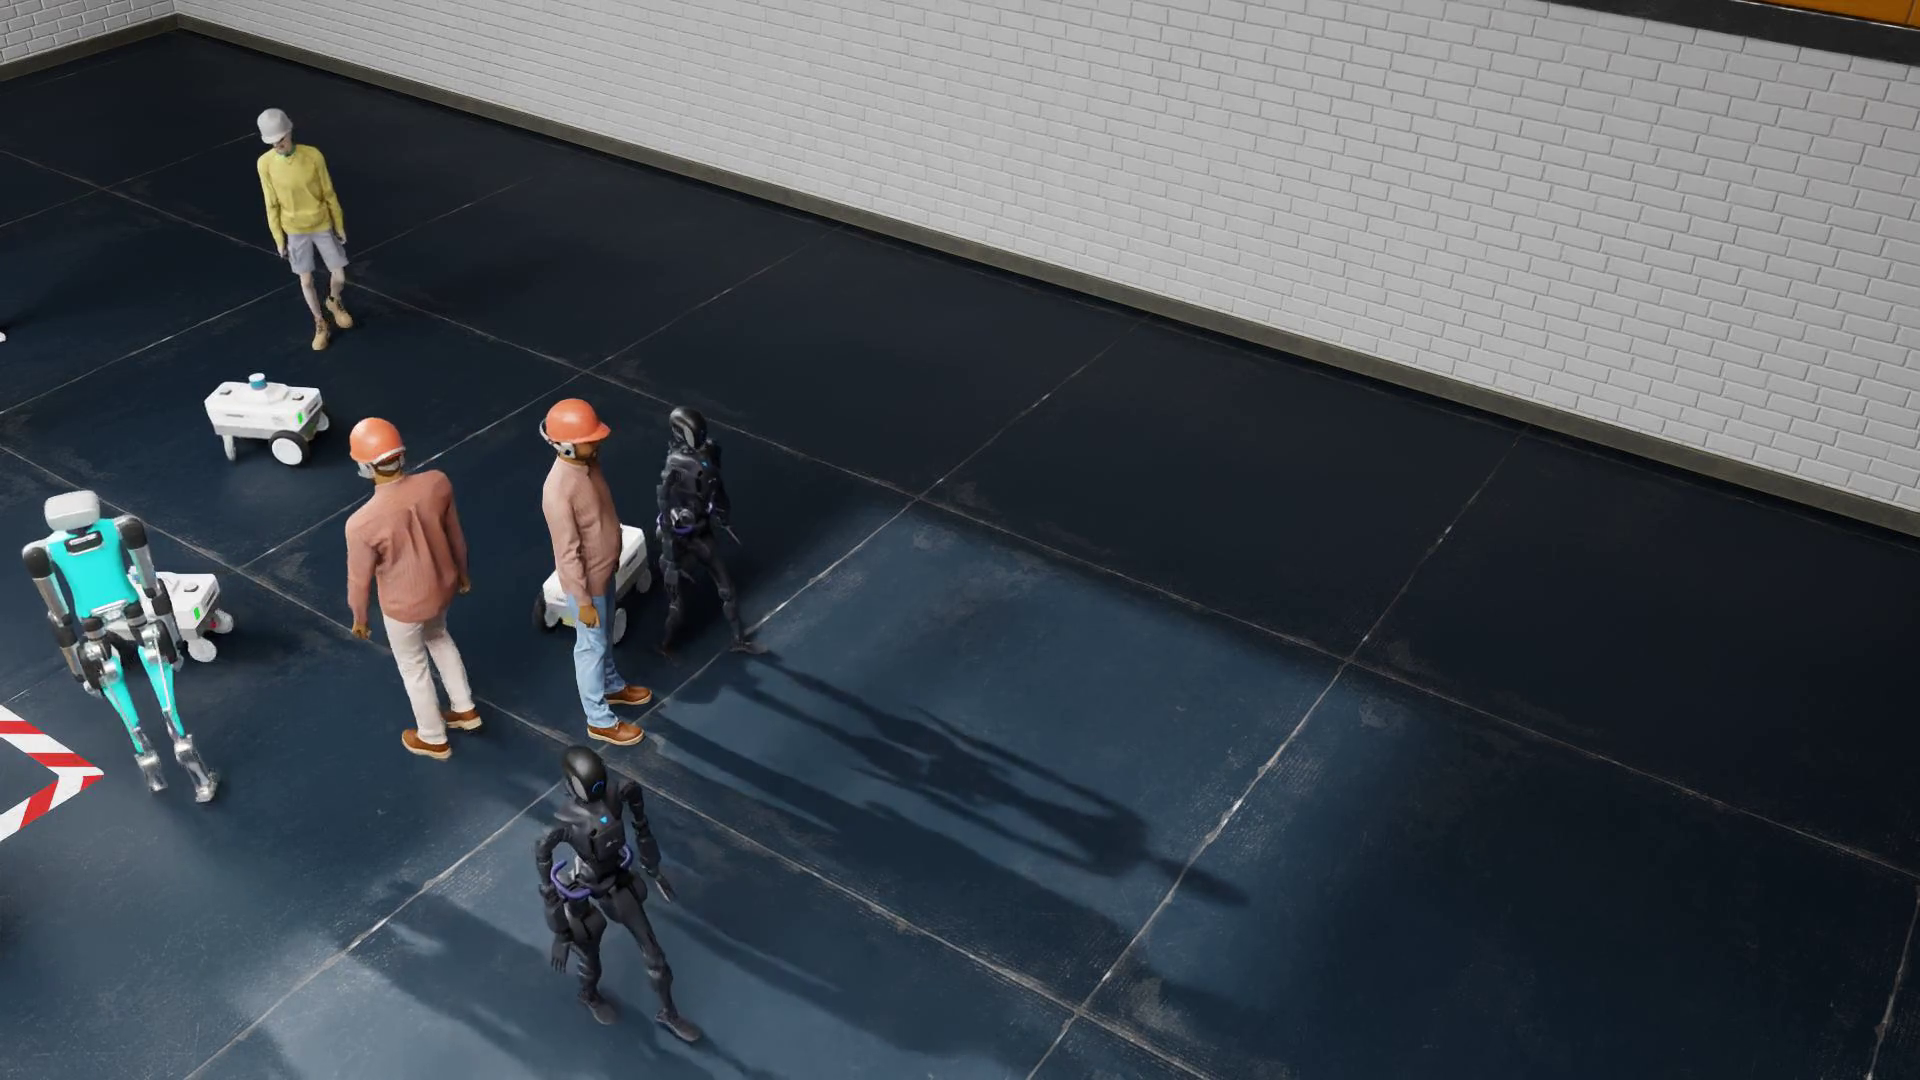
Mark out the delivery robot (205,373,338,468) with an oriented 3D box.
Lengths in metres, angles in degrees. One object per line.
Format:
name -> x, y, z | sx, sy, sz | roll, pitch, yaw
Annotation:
delivery robot -> -4.644, -0.831, 11.203 | 0.767, 0.595, 0.521 | 5, 35, 7

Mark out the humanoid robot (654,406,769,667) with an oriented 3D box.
humanoid robot -> -1.434, 0.000, 9.053 | 0.617, 1.636, 0.589 | 17, 38, 22

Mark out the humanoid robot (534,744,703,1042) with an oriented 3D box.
humanoid robot -> -1.463, 1.495, 6.910 | 0.623, 1.638, 0.599 | 27, 43, 33

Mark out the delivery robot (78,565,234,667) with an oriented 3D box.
delivery robot -> -4.594, 0.403, 9.439 | 0.791, 0.595, 0.499 | 0, 35, 0

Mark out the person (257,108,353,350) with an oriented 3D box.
person -> -4.770, -2.296, 12.159 | 0.517, 1.859, 0.522 | -11, 37, -16

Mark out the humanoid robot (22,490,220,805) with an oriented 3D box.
humanoid robot -> -3.988, 0.667, 8.044 | 0.542, 1.783, 0.781 | -21, 40, -27

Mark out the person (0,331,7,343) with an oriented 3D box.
person -> -7.419, -2.245, 12.096 | 0.486, 1.853, 0.360 | -21, 40, -28

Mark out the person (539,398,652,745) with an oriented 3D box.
person -> -1.883, 0.160, 8.532 | 0.376, 1.995, 0.610 | 0, 35, 1

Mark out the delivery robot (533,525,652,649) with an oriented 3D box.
delivery robot -> -2.119, 0.245, 9.680 | 0.499, 0.614, 0.818 | 11, 36, 15

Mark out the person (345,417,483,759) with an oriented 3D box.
person -> -2.753, 0.266, 8.386 | 0.418, 1.979, 0.649 | 22, 40, 28
